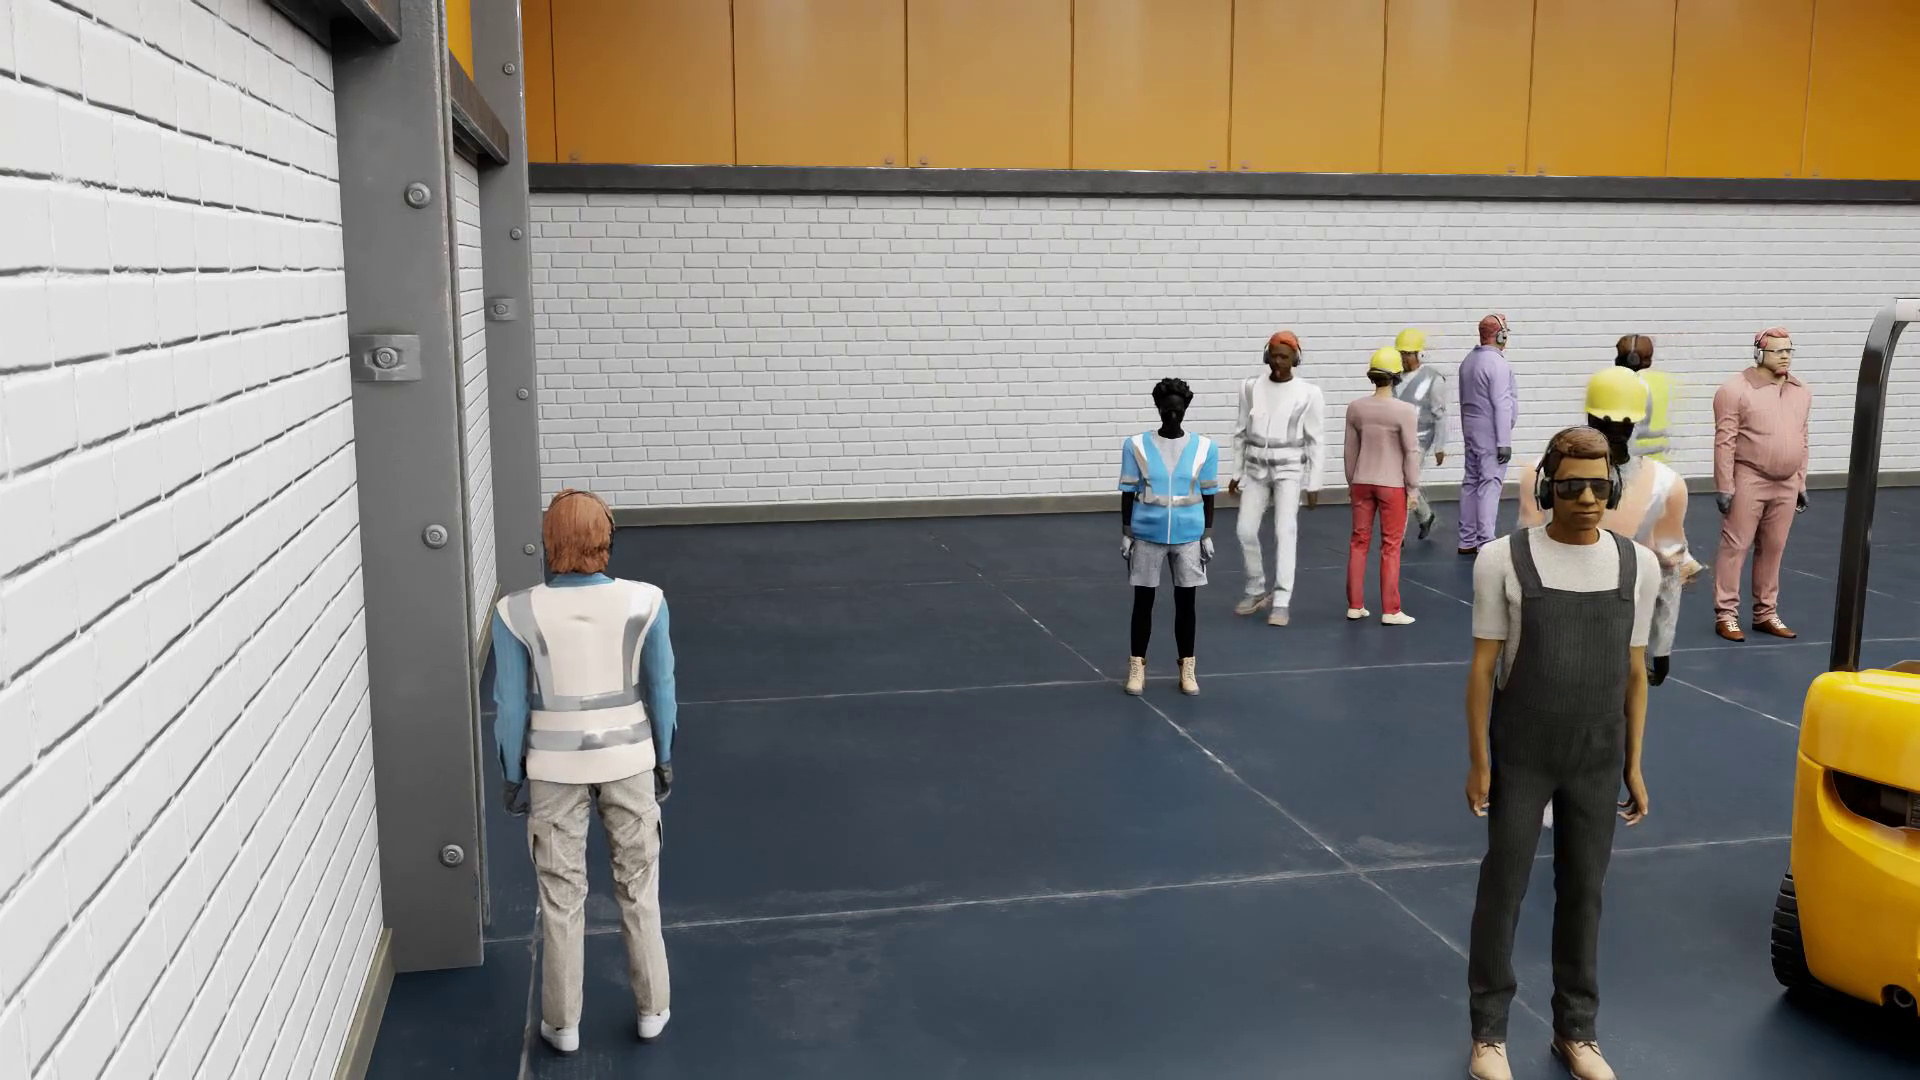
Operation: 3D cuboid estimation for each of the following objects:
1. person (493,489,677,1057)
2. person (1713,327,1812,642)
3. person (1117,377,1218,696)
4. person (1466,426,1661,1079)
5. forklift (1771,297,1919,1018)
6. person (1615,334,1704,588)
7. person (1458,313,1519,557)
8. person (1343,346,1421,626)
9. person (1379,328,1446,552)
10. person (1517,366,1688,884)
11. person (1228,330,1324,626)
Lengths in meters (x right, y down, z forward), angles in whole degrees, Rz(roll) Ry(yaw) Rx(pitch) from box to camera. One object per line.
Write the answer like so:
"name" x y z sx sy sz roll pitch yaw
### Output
"person" -1.068 0.672 4.793 0.514 1.642 0.314 -3 10 -16
"person" 4.901 -0.336 10.136 0.641 1.908 0.407 -2 10 -14
"person" 1.099 -0.016 8.818 0.534 1.698 0.318 1 9 3
"person" 1.647 0.607 4.576 0.507 1.846 0.346 0 9 0
"forklift" 3.542 0.334 5.177 2.313 2.155 1.214 -9 13 -43
"person" 4.739 -0.533 11.611 0.619 1.817 0.868 -9 13 -43
"person" 4.121 -0.796 12.924 0.409 1.911 0.650 -2 9 -9
"person" 2.681 -0.339 10.571 0.303 1.772 0.530 -9 13 -44
"person" 3.667 -0.820 13.477 0.859 1.800 0.600 -8 12 -41
"person" 2.374 0.299 6.230 0.609 1.911 0.637 4 10 22
"person" 2.003 -0.399 10.626 0.634 1.873 0.442 6 11 33
